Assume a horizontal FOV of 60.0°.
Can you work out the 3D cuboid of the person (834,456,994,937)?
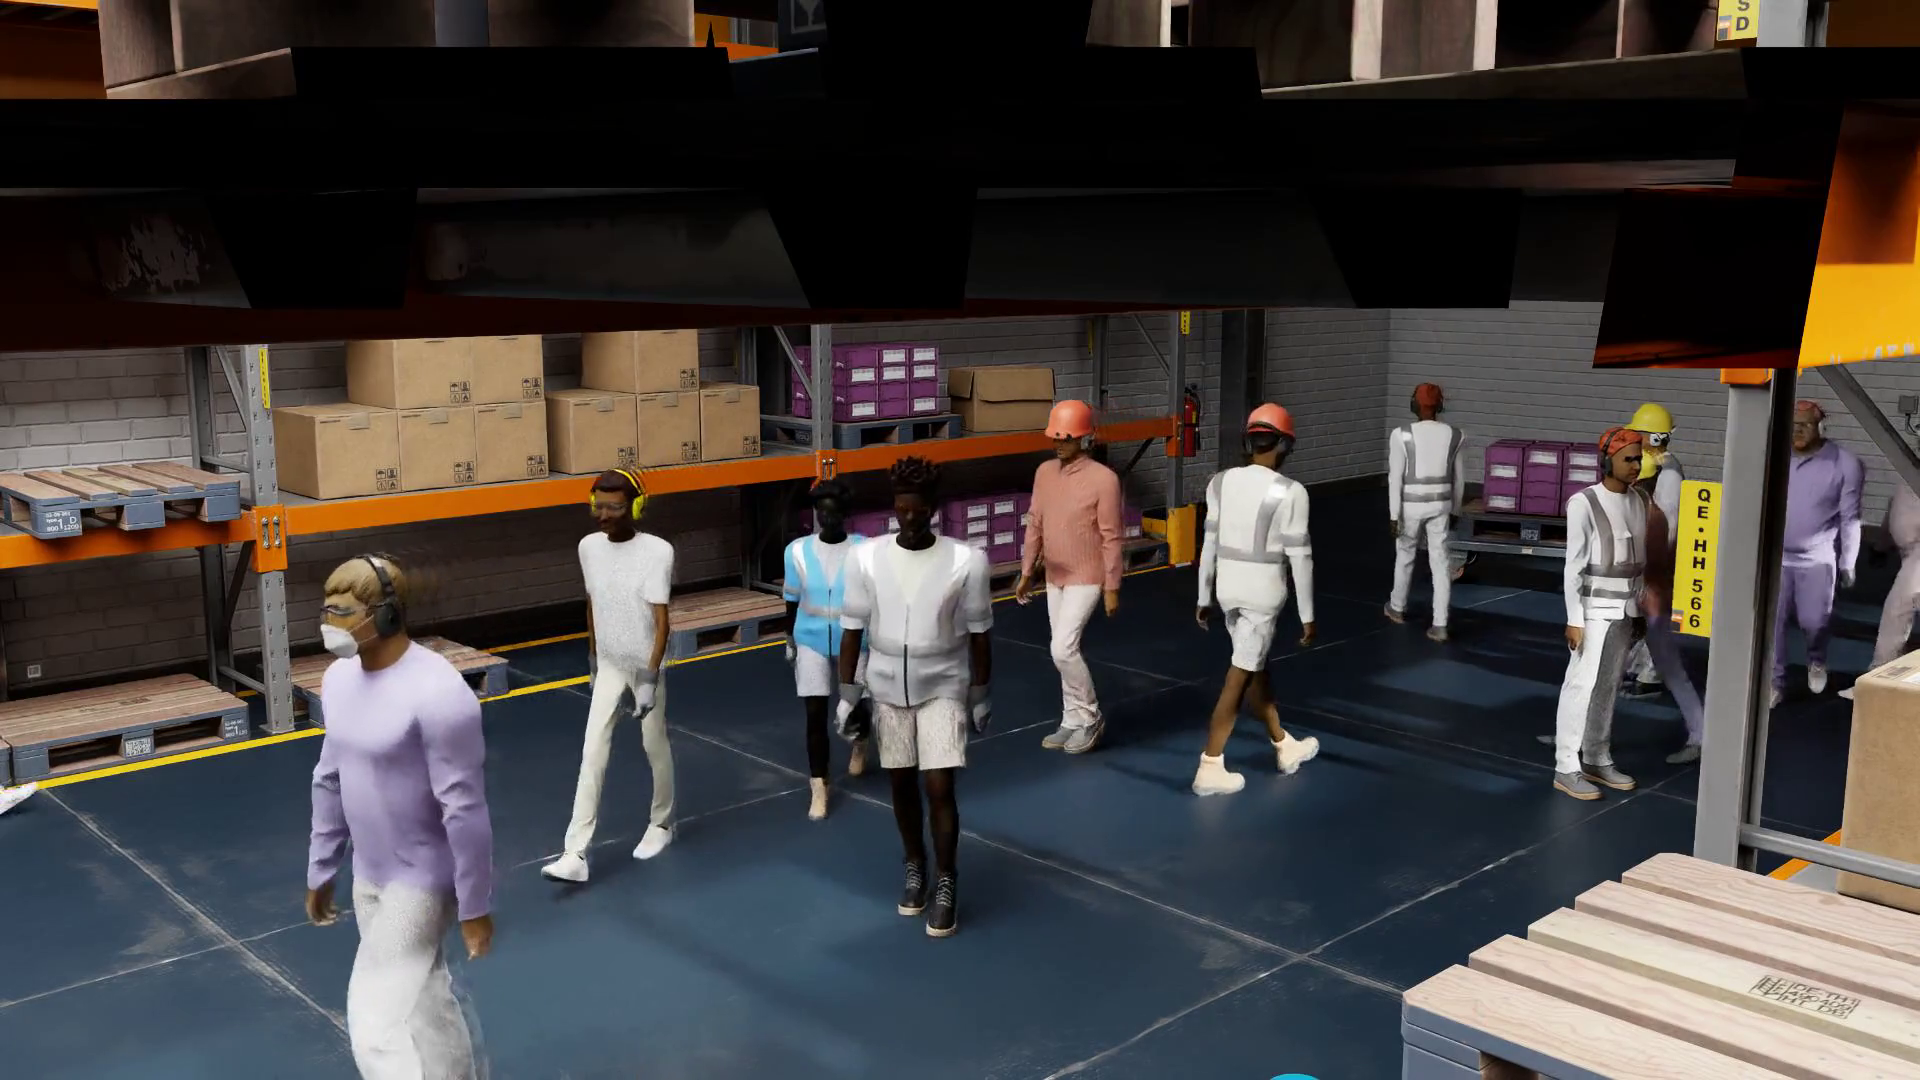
[{"bbox_3d":[-0.198,0.627,6.736,0.616,1.940,0.679,2,10,13],"label":"person"}]

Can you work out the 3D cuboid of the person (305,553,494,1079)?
[{"bbox_3d":[-1.658,0.993,4.675,0.665,1.914,0.723,9,13,42],"label":"person"}]

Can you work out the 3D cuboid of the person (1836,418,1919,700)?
[{"bbox_3d":[5.965,0.083,10.182,0.950,1.860,0.651,2,10,10],"label":"person"}]

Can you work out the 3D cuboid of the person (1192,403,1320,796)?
[{"bbox_3d":[1.574,0.300,8.535,0.979,1.977,0.657,-7,12,-35],"label":"person"}]

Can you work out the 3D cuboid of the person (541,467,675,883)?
[{"bbox_3d":[-1.506,0.600,7.272,0.504,1.815,0.952,3,10,16],"label":"person"}]

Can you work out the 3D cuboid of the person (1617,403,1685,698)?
[{"bbox_3d":[4.255,0.066,10.356,0.403,1.835,0.586,1,10,6],"label":"person"}]

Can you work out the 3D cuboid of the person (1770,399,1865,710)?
[{"bbox_3d":[5.085,0.084,10.089,0.660,1.886,0.547,8,13,39],"label":"person"}]

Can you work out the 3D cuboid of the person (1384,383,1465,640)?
[{"bbox_3d":[3.381,-0.223,12.085,0.595,1.828,1.004,0,10,-2],"label":"person"}]

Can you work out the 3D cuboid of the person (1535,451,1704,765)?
[{"bbox_3d":[3.668,0.363,8.952,0.907,1.709,0.531,1,10,8],"label":"person"}]

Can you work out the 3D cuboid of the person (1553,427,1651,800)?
[{"bbox_3d":[3.280,0.366,8.454,0.578,1.882,0.346,-6,11,-32],"label":"person"}]

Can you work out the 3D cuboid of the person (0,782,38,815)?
[{"bbox_3d":[-4.834,0.630,7.762,0.854,1.588,0.534,-7,12,-36],"label":"person"}]

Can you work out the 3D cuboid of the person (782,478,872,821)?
[{"bbox_3d":[-0.616,0.496,8.316,0.534,1.668,0.732,1,10,3],"label":"person"}]

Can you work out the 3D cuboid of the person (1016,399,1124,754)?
[{"bbox_3d":[0.600,0.208,9.126,0.467,1.968,0.637,-6,12,-33],"label":"person"}]
